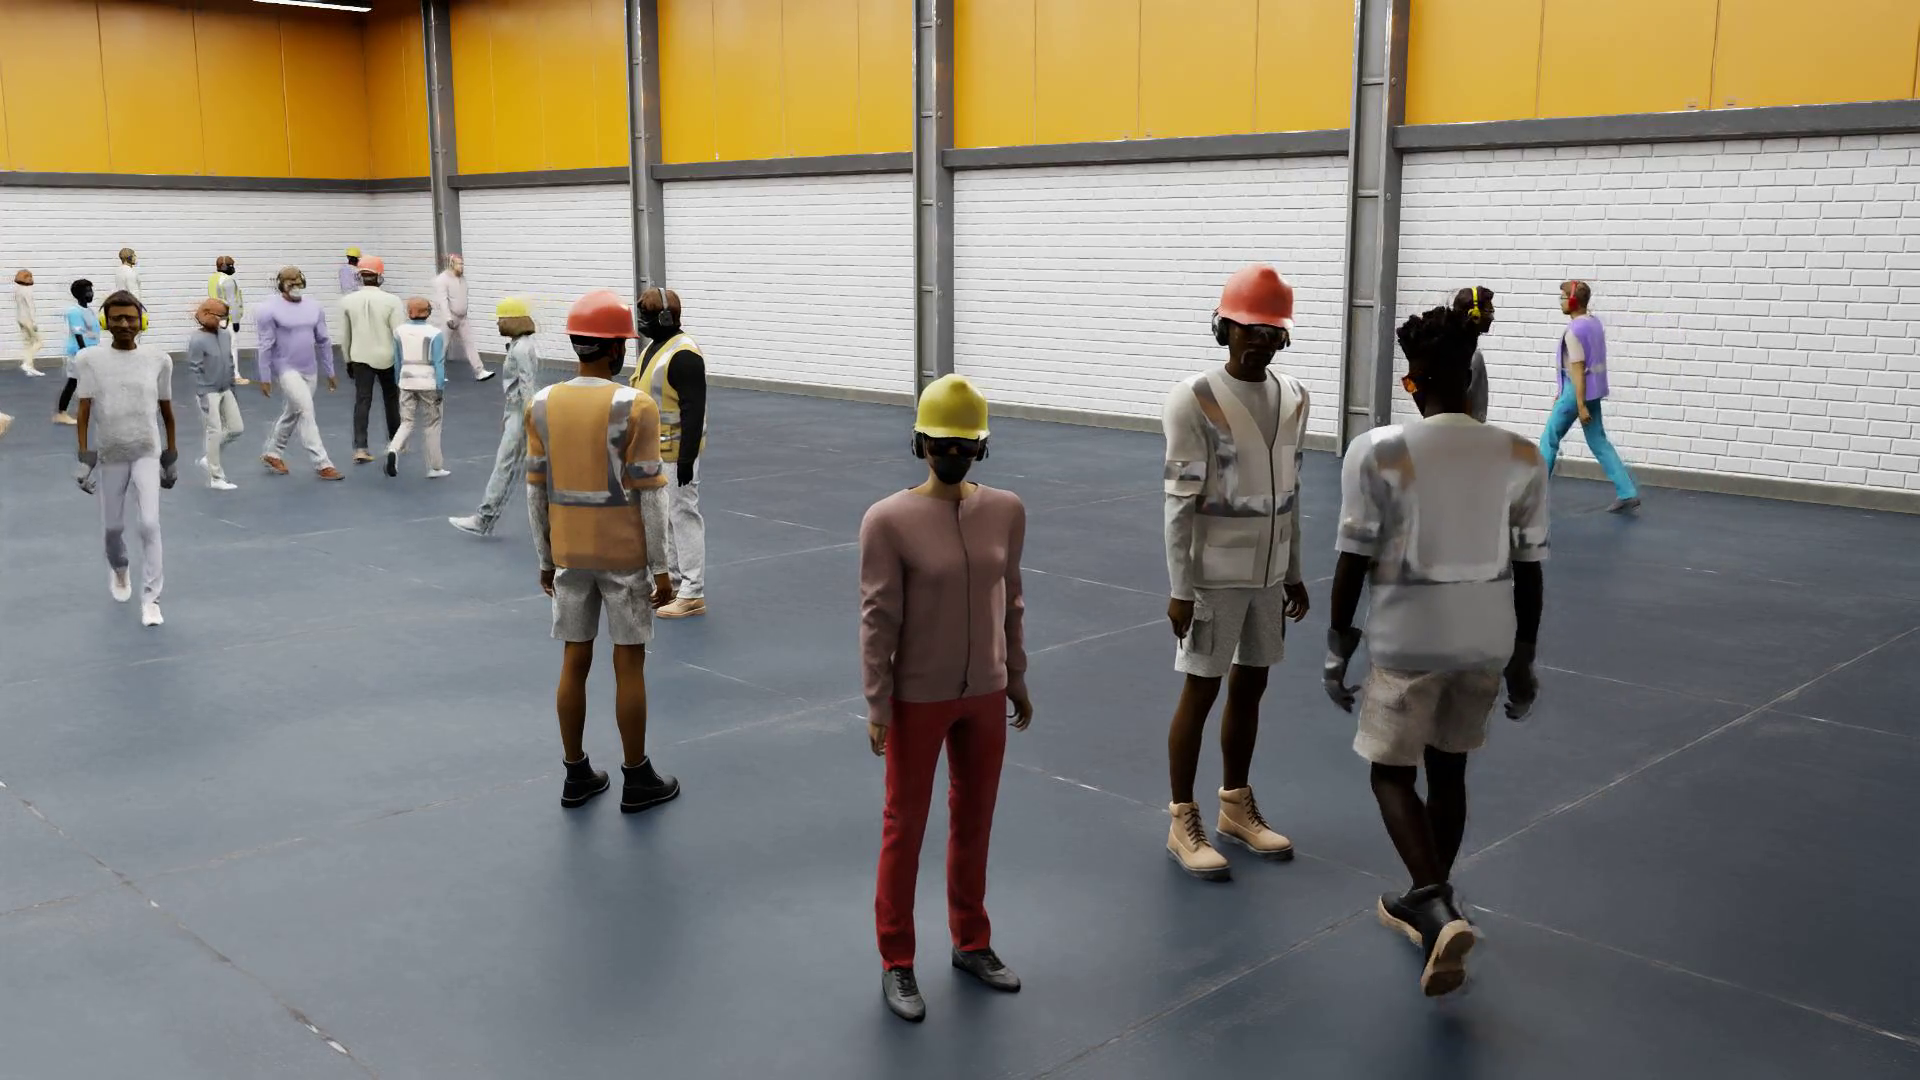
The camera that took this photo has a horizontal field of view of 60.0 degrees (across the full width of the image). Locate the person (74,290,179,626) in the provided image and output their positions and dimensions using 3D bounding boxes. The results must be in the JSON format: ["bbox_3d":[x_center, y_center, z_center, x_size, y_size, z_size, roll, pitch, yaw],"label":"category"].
[{"bbox_3d":[-4.662,-0.477,9.310,0.533,1.843,0.824,-6,12,-29],"label":"person"}]

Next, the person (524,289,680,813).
[{"bbox_3d":[-1.316,0.045,6.182,0.551,1.934,0.372,3,11,17],"label":"person"}]

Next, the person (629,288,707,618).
[{"bbox_3d":[-1.643,-0.487,9.344,0.429,1.842,0.629,-6,12,-29],"label":"person"}]

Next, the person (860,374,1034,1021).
[{"bbox_3d":[-0.026,0.425,4.580,0.535,1.766,0.310,-7,12,-32],"label":"person"}]

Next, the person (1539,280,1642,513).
[{"bbox_3d":[4.798,-1.097,12.800,0.980,1.800,0.566,10,14,43],"label":"person"}]

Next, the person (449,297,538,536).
[{"bbox_3d":[-3.174,-0.866,11.790,0.899,1.689,0.509,-2,11,-11],"label":"person"}]

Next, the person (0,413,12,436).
[{"bbox_3d":[-10.057,-1.857,16.866,0.636,1.821,0.638,-2,11,-10],"label":"person"}]

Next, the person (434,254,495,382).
[{"bbox_3d":[-7.316,-3.213,24.189,1.010,1.852,0.660,5,12,27],"label":"person"}]

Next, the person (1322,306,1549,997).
[{"bbox_3d":[1.387,0.316,4.721,0.638,1.933,0.787,-1,10,-8],"label":"person"}]

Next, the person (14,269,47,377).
[{"bbox_3d":[-14.042,-3.274,25.104,0.531,1.620,0.327,9,13,39],"label":"person"}]

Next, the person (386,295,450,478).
[{"bbox_3d":[-4.734,-1.313,14.445,0.535,1.618,0.647,3,11,15],"label":"person"}]

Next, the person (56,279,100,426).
[{"bbox_3d":[-9.770,-2.098,18.677,0.911,1.636,0.537,-1,10,-3],"label":"person"}]

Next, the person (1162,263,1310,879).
[{"bbox_3d":[0.949,0.107,5.563,0.611,2.038,0.394,-7,13,-34],"label":"person"}]

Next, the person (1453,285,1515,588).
[{"bbox_3d":[2.939,-0.597,9.956,0.841,1.847,0.521,0,10,0],"label":"person"}]

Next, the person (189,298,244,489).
[{"bbox_3d":[-6.258,-1.220,13.948,0.421,1.611,0.536,3,11,14],"label":"person"}]

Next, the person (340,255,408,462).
[{"bbox_3d":[-5.603,-1.734,15.875,0.633,1.947,1.016,0,10,-2],"label":"person"}]

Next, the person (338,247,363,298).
[{"bbox_3d":[-10.833,-4.265,29.741,0.581,1.918,0.391,7,12,32],"label":"person"}]

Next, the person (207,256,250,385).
[{"bbox_3d":[-10.489,-3.142,23.829,0.625,1.840,0.430,9,14,41],"label":"person"}]

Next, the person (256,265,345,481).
[{"bbox_3d":[-5.861,-1.472,14.624,1.009,1.889,0.655,6,12,29],"label":"person"}]

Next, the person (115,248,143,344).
[{"bbox_3d":[-12.820,-3.545,25.754,0.632,1.940,0.372,10,14,43],"label":"person"}]
